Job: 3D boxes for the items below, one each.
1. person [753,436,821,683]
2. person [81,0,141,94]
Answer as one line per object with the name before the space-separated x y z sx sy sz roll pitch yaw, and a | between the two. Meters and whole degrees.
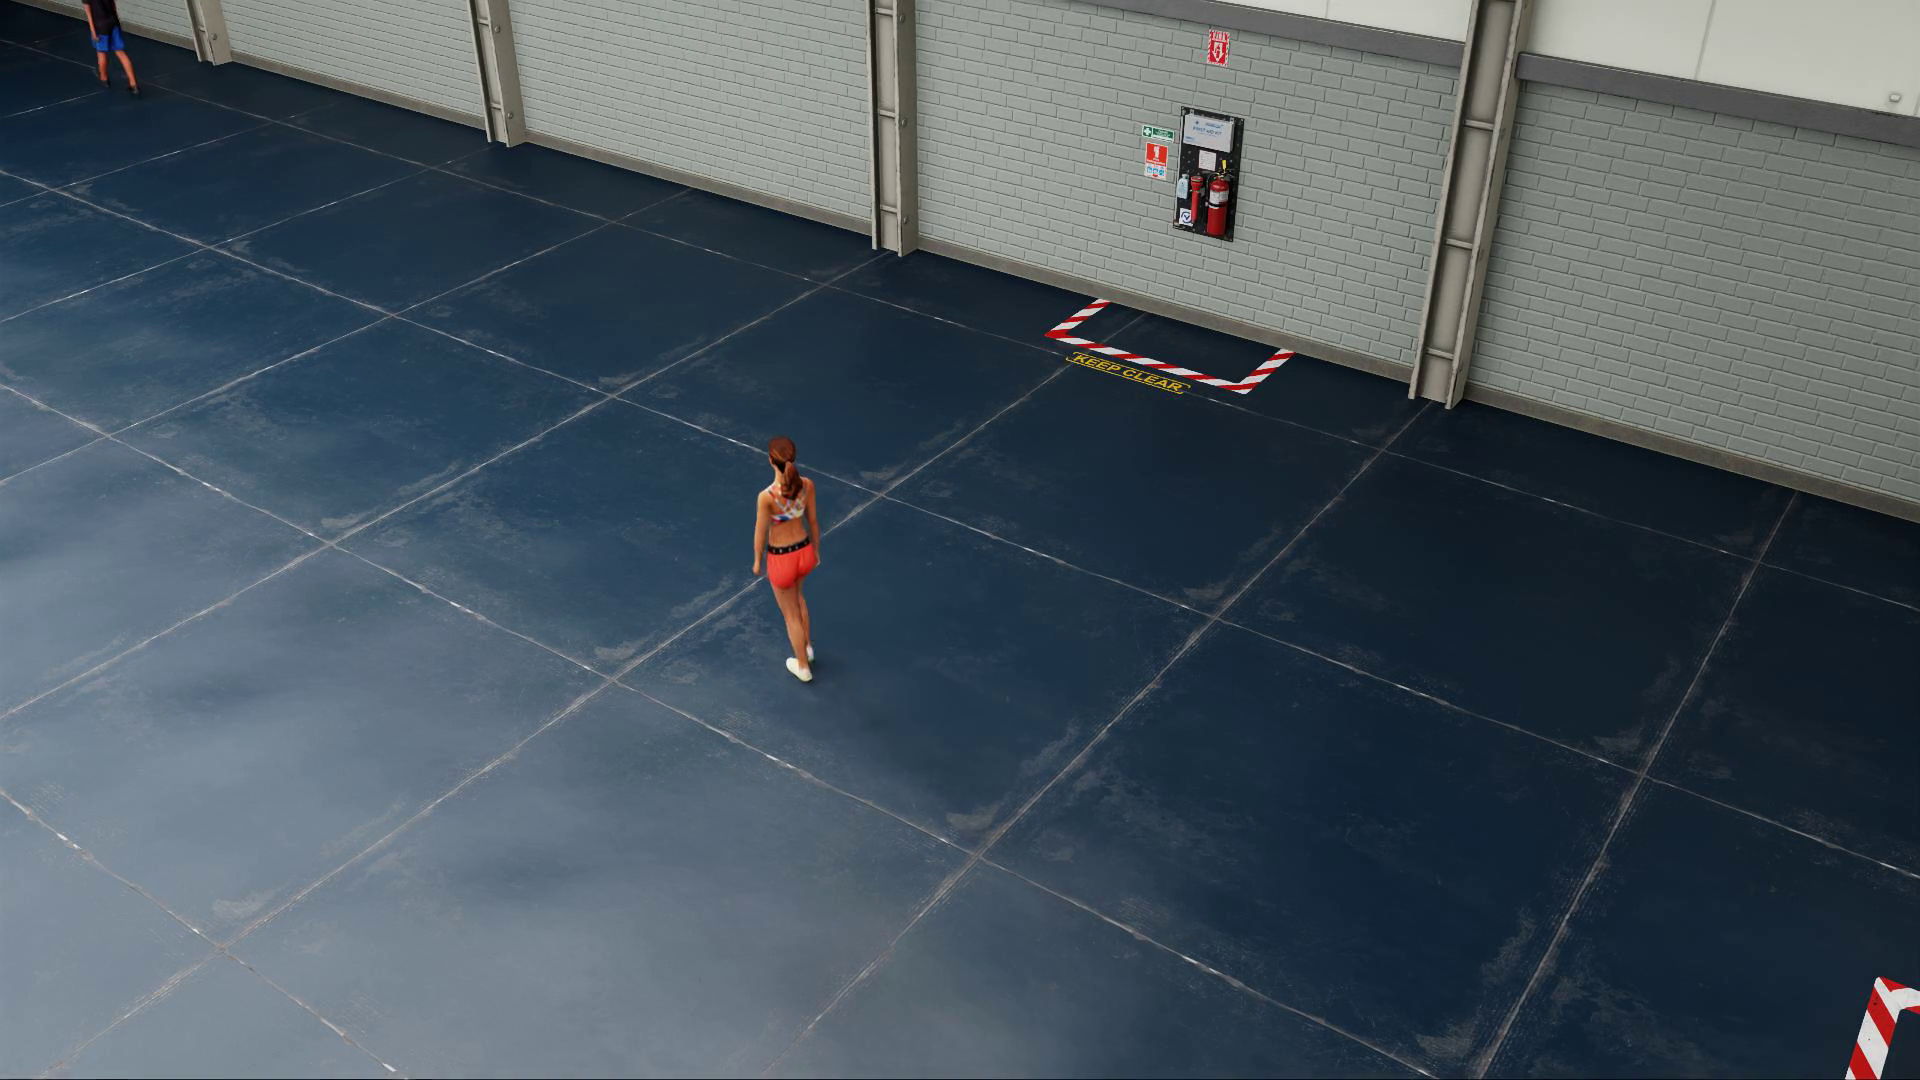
person | -1.065 0.182 10.804 0.643 1.776 0.681 -23 39 -32
person | -11.095 -6.673 21.698 1.160 1.746 0.645 22 38 31
